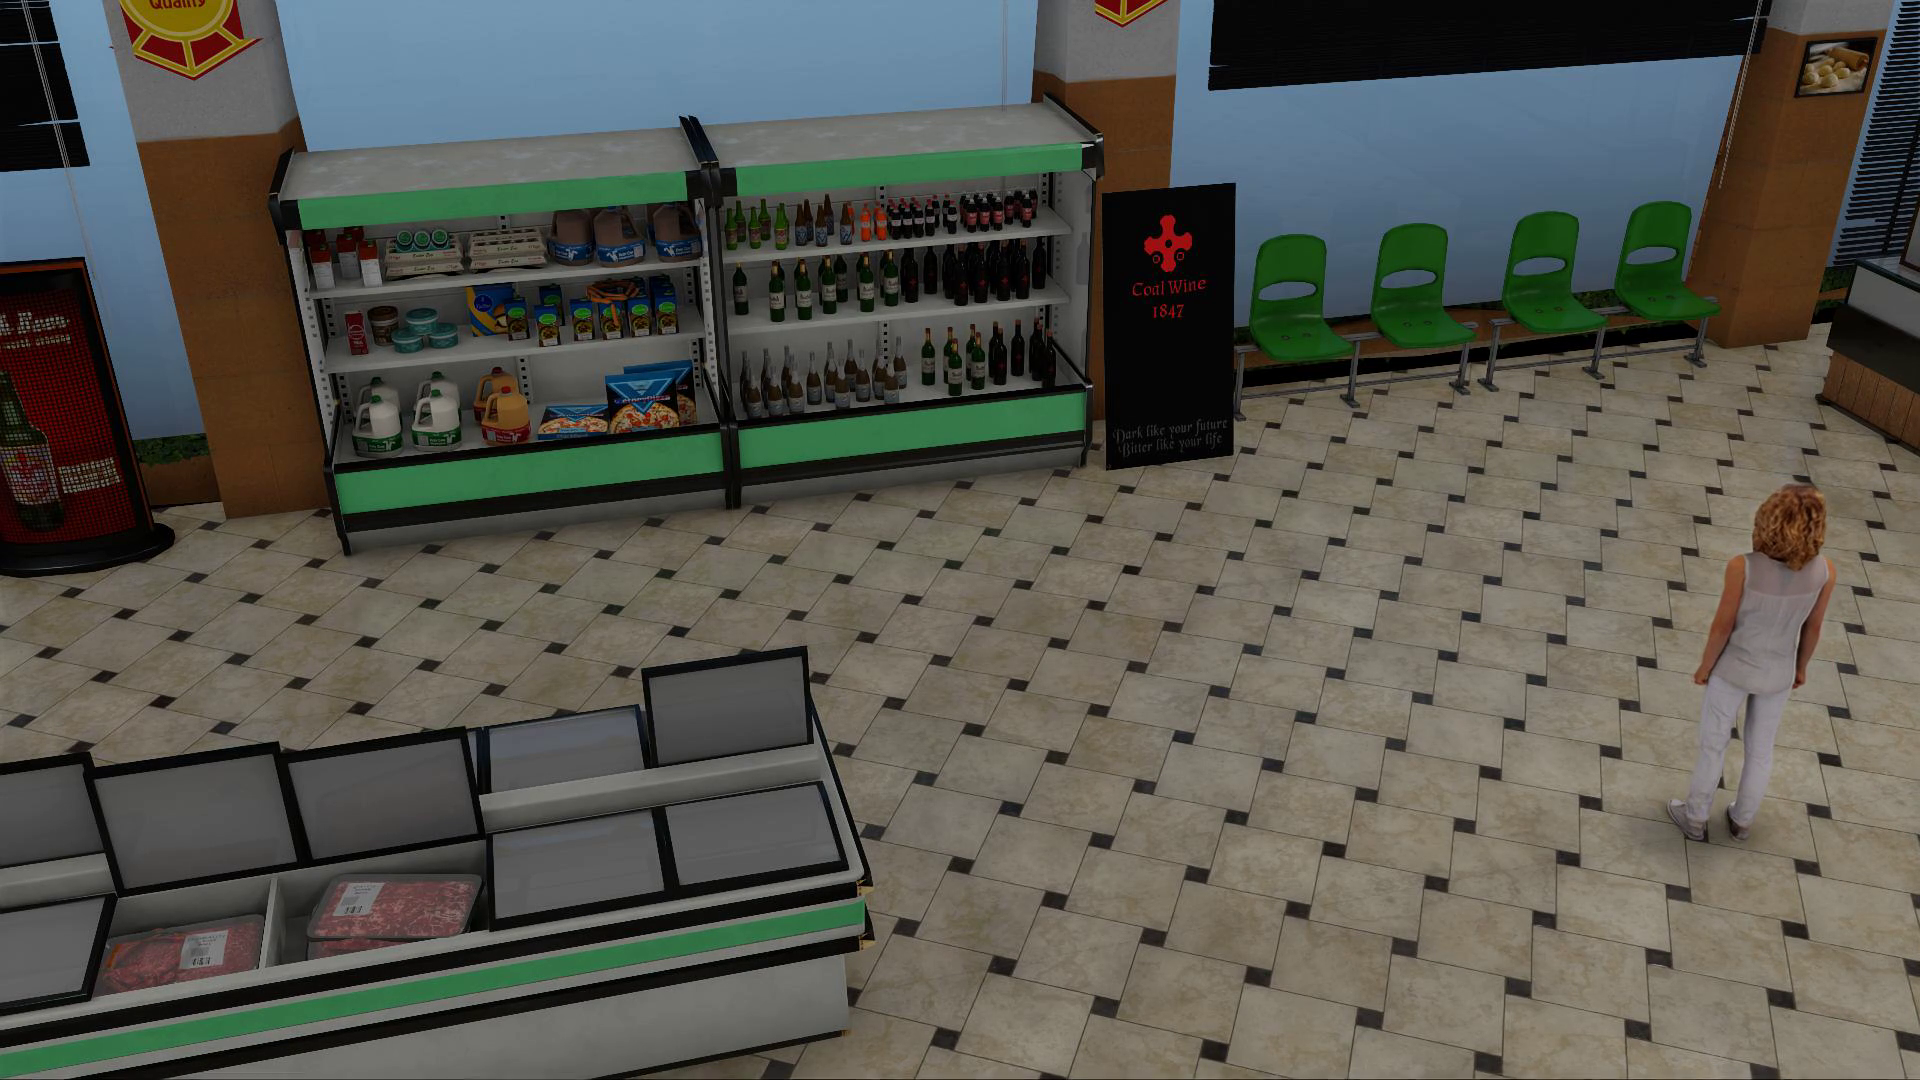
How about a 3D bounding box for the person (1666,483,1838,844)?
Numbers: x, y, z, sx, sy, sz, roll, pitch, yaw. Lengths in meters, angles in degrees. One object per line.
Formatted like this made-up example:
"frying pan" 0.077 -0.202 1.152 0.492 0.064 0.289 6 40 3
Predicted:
"person" 3.263 0.519 6.835 0.584 1.670 0.716 2 29 4
